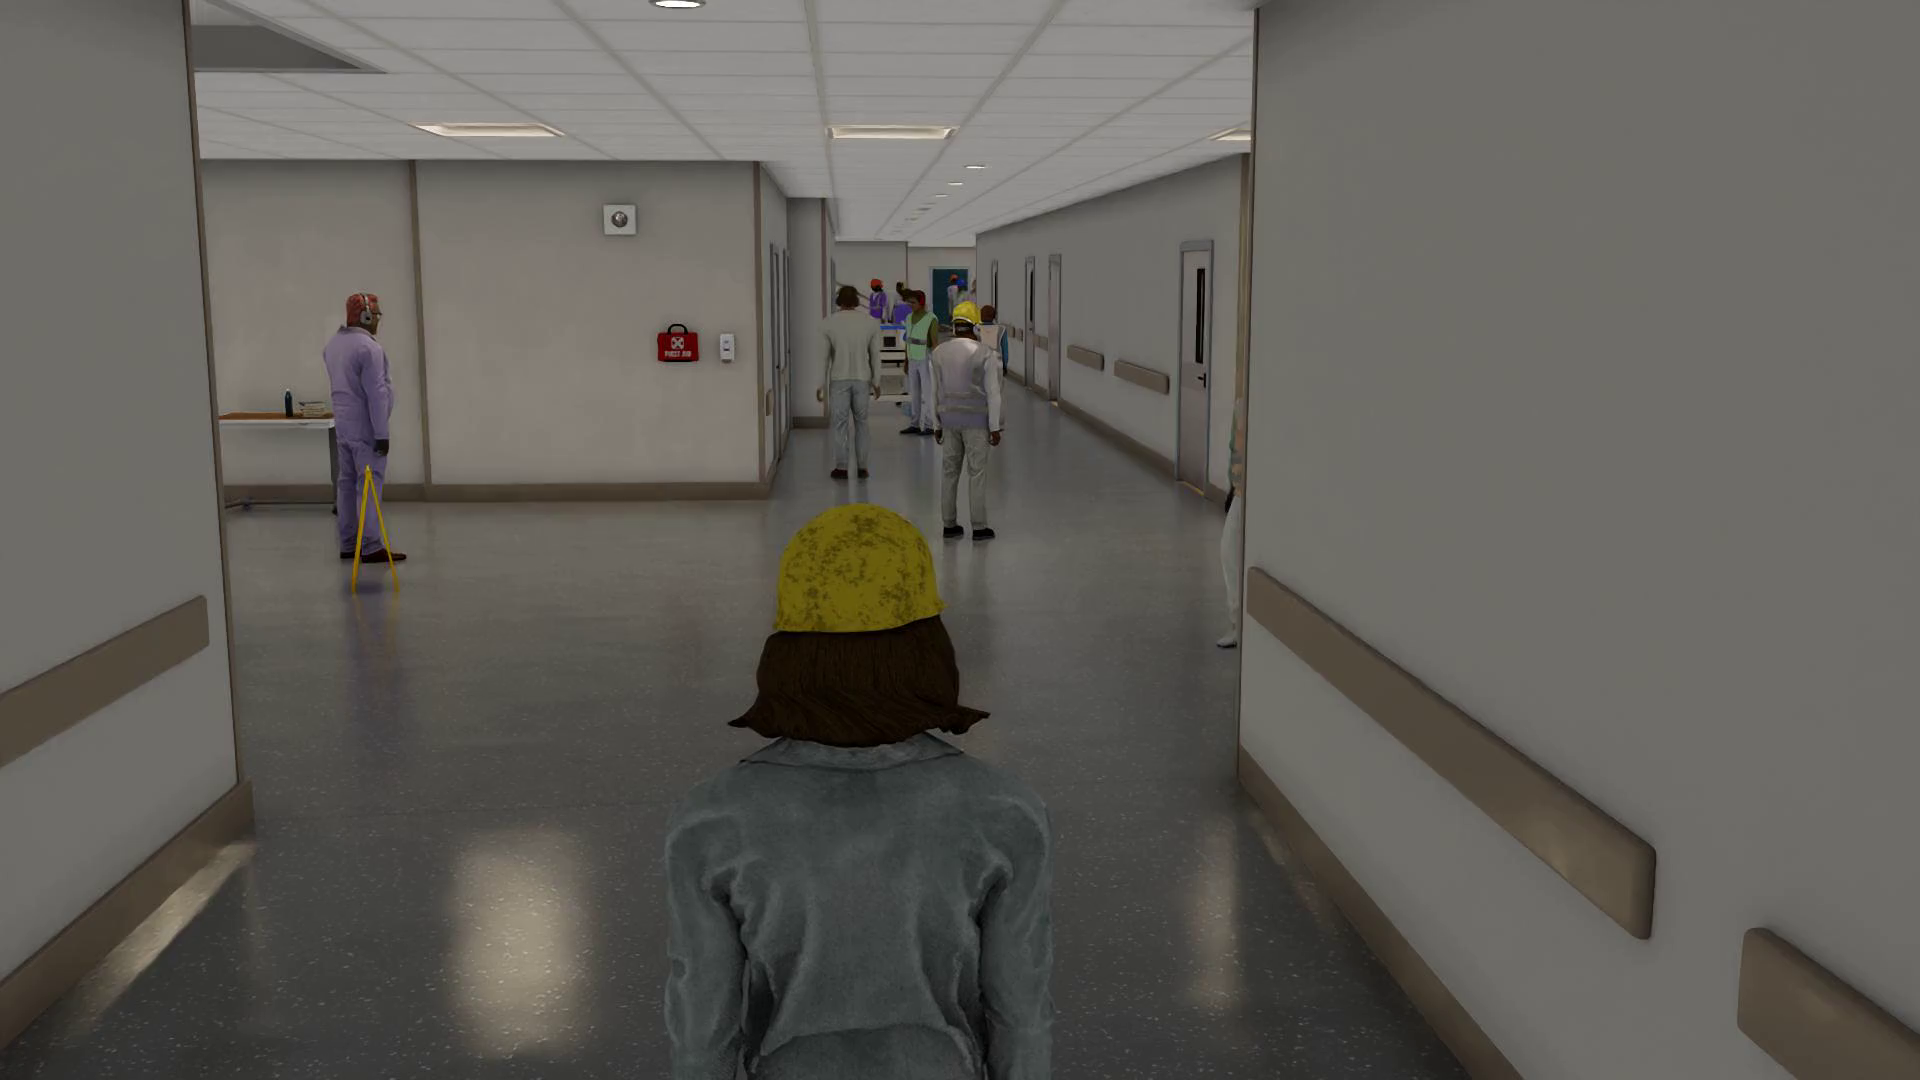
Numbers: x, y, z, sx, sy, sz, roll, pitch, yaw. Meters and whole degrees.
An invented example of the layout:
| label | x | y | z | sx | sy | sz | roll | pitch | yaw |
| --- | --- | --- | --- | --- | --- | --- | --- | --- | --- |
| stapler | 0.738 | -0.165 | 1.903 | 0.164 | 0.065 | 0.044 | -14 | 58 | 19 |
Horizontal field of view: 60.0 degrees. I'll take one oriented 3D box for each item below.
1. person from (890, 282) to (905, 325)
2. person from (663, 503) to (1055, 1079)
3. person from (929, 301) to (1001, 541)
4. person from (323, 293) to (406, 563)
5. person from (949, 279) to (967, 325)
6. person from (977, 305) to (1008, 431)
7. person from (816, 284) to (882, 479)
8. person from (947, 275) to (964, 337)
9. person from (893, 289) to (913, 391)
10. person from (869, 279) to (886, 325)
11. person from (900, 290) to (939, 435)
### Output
| label | x | y | z | sx | sy | sz | roll | pitch | yaw |
| --- | --- | --- | --- | --- | --- | --- | --- | --- | --- |
| person | -1.592 | -5.782 | 43.345 | 0.534 | 1.823 | 0.916 | 7 | 12 | 39 |
| person | -0.124 | 0.820 | 2.147 | 0.487 | 1.741 | 0.313 | -1 | 9 | -4 |
| person | 0.049 | -0.904 | 12.733 | 0.590 | 1.824 | 0.403 | 5 | 10 | 29 |
| person | -4.193 | -0.788 | 11.756 | 0.636 | 1.900 | 0.403 | 8 | 12 | 41 |
| person | 0.024 | -6.304 | 46.316 | 0.620 | 1.921 | 0.763 | 5 | 10 | 27 |
| person | 0.373 | -2.222 | 21.573 | 0.512 | 1.638 | 0.312 | 0 | 9 | -2 |
| person | -1.097 | -1.569 | 16.532 | 0.640 | 1.935 | 0.368 | -2 | 9 | -14 |
| person | -0.174 | -7.624 | 54.253 | 0.605 | 2.033 | 0.396 | -6 | 11 | -34 |
| person | -0.913 | -3.431 | 28.710 | 0.573 | 1.774 | 0.895 | 5 | 10 | 30 |
| person | -2.150 | -5.750 | 42.802 | 0.543 | 1.932 | 0.376 | 8 | 12 | 42 |
| person | -0.489 | -2.248 | 21.109 | 0.394 | 1.837 | 0.563 | -8 | 12 | -41 |
